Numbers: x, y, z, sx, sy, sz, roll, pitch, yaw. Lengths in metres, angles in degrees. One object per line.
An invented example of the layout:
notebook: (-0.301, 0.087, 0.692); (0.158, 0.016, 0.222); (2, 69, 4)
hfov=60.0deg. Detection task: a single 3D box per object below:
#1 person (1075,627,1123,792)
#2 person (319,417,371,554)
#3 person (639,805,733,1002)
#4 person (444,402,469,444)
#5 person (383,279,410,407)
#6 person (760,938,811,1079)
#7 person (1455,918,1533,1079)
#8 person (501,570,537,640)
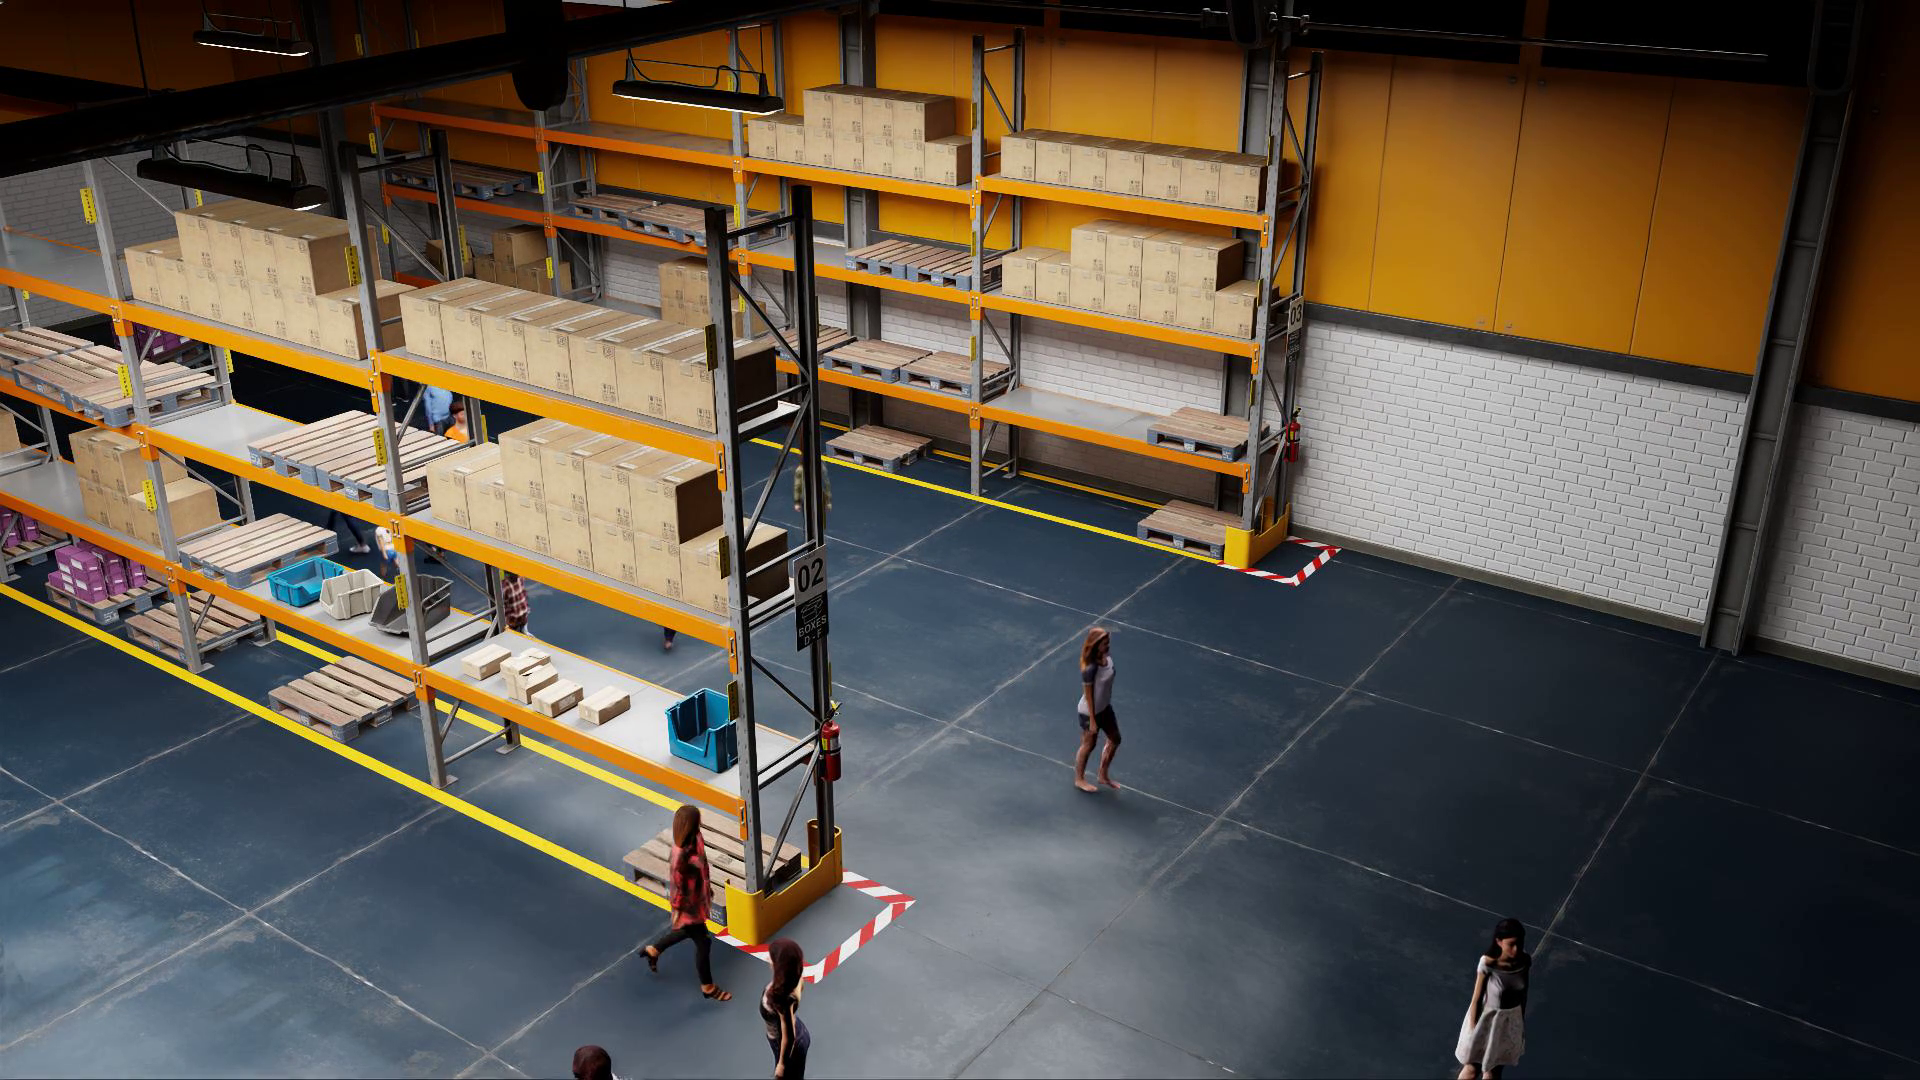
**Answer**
person: (1.179, 1.554, 15.408); (0.636, 1.713, 0.609); (15, 28, 30)
person: (-7.558, -0.624, 20.364); (1.184, 1.735, 0.828); (8, 25, 17)
person: (-2.132, 2.754, 12.709); (1.100, 1.676, 0.865); (5, 24, 11)
person: (-6.146, -0.834, 20.662); (0.674, 1.880, 0.703); (11, 26, 23)
person: (-8.789, -3.057, 25.653); (0.546, 1.956, 0.627); (15, 28, 31)
person: (-1.128, 3.397, 11.121); (0.711, 1.770, 0.688); (0, 24, 0)
person: (3.625, 3.321, 11.290); (0.775, 1.774, 0.827); (-6, 24, -13)
person: (-4.677, 0.792, 17.679); (0.799, 1.291, 0.582); (12, 26, 26)
